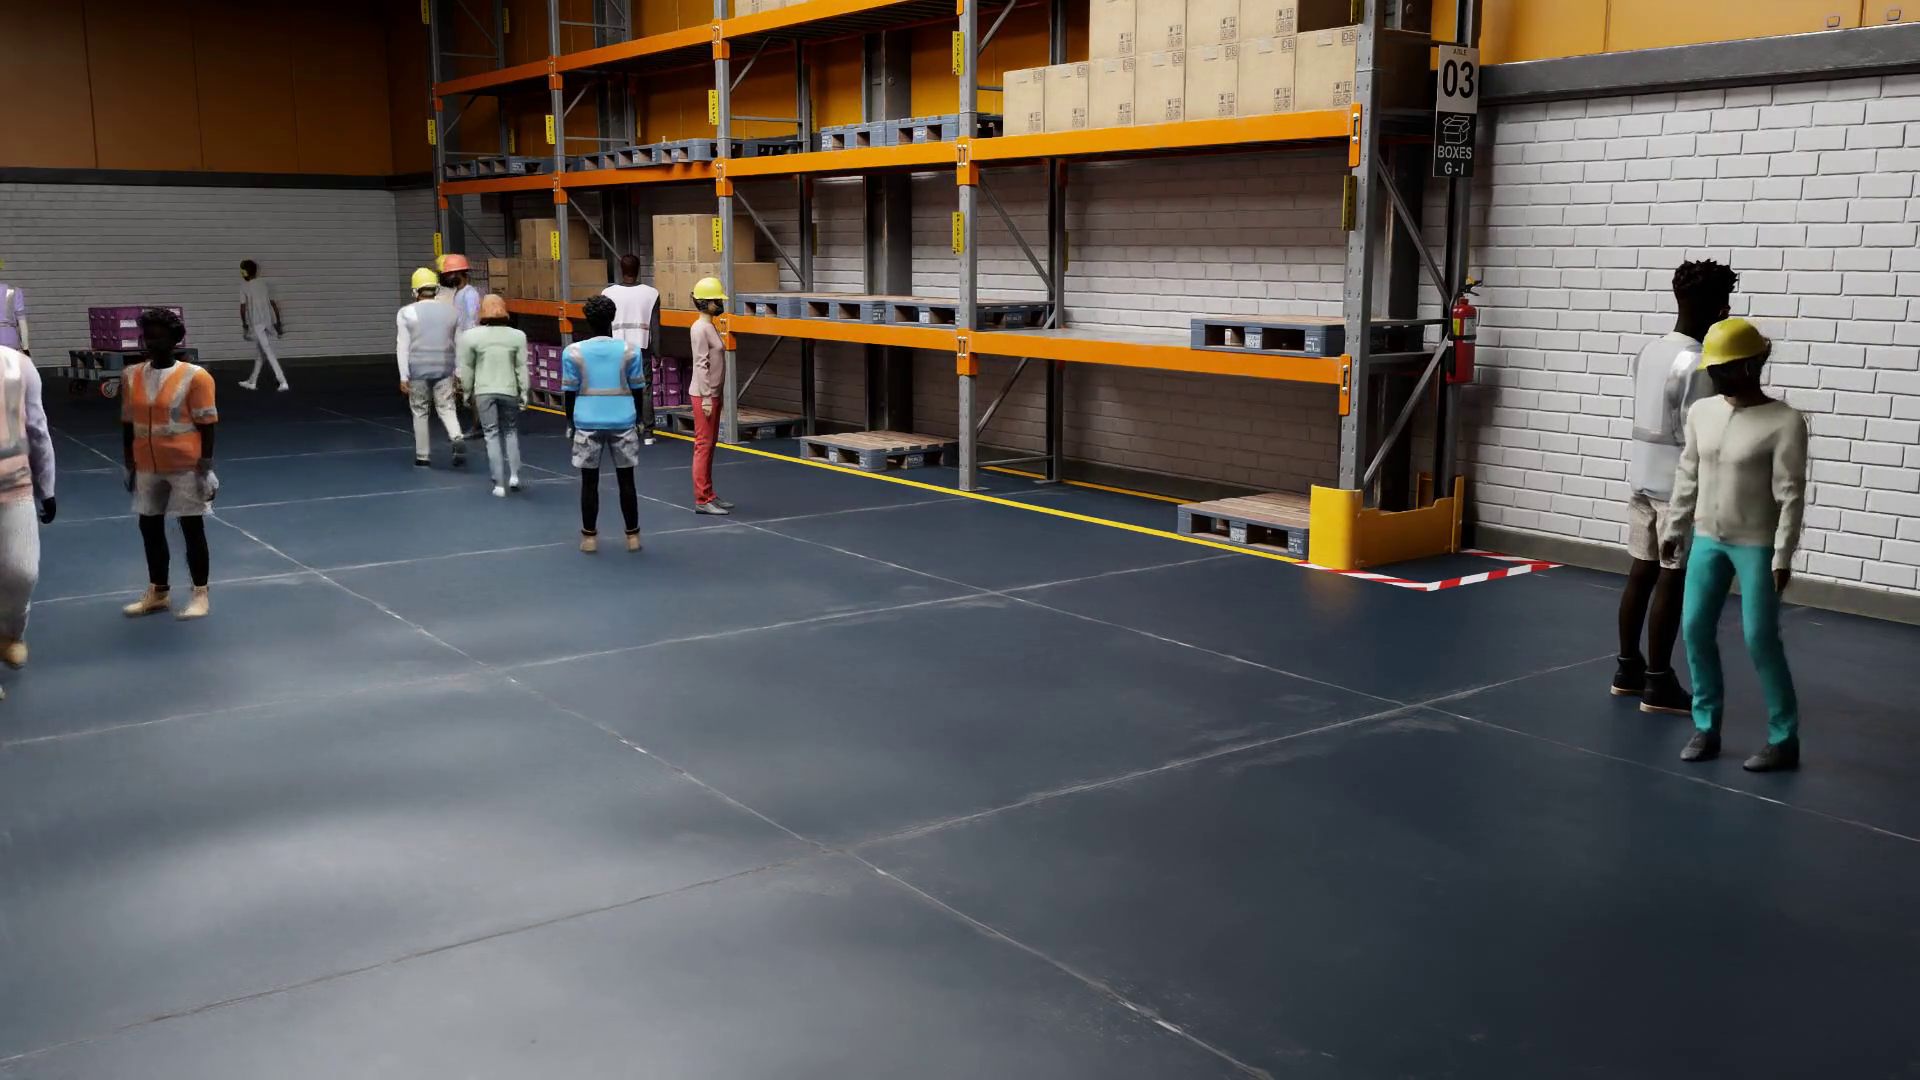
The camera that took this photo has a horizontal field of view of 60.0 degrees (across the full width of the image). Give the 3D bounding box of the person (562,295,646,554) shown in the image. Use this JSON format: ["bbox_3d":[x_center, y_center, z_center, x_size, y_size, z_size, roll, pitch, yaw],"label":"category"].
[{"bbox_3d":[-2.314,-0.745,10.851,0.544,1.693,0.318,-3,10,-15],"label":"person"}]

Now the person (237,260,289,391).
[{"bbox_3d":[-9.595,-2.931,22.844,1.008,1.796,0.497,6,12,30],"label":"person"}]

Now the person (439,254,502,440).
[{"bbox_3d":[-5.056,-1.984,17.140,0.503,1.916,0.578,-6,12,-31],"label":"person"}]

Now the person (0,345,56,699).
[{"bbox_3d":[-4.402,-0.205,7.436,0.646,1.828,0.502,-7,12,-33],"label":"person"}]

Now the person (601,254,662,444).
[{"bbox_3d":[-3.295,-1.906,16.730,0.593,1.914,0.379,-1,10,-8],"label":"person"}]

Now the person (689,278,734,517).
[{"bbox_3d":[-1.871,-1.075,12.481,0.309,1.769,0.525,0,10,0],"label":"person"}]

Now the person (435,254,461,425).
[{"bbox_3d":[-5.756,-2.247,18.665,0.587,1.907,0.612,-8,13,-37],"label":"person"}]

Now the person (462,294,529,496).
[{"bbox_3d":[-3.744,-1.168,13.411,0.503,1.614,0.499,-4,11,-23],"label":"person"}]

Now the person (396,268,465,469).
[{"bbox_3d":[-4.674,-1.503,14.770,0.600,1.814,0.673,-7,12,-35],"label":"person"}]

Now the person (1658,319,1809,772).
[{"bbox_3d":[3.002,0.018,6.458,0.432,1.725,0.565,-5,11,-28],"label":"person"}]

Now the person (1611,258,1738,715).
[{"bbox_3d":[3.102,-0.226,7.194,0.372,1.958,0.604,-1,10,-5],"label":"person"}]

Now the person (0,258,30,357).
[{"bbox_3d":[-10.245,-2.087,17.699,0.595,1.925,0.373,-5,11,-27],"label":"person"}]

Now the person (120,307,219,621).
[{"bbox_3d":[-4.257,-0.396,8.921,0.602,1.687,0.322,2,10,9],"label":"person"}]
